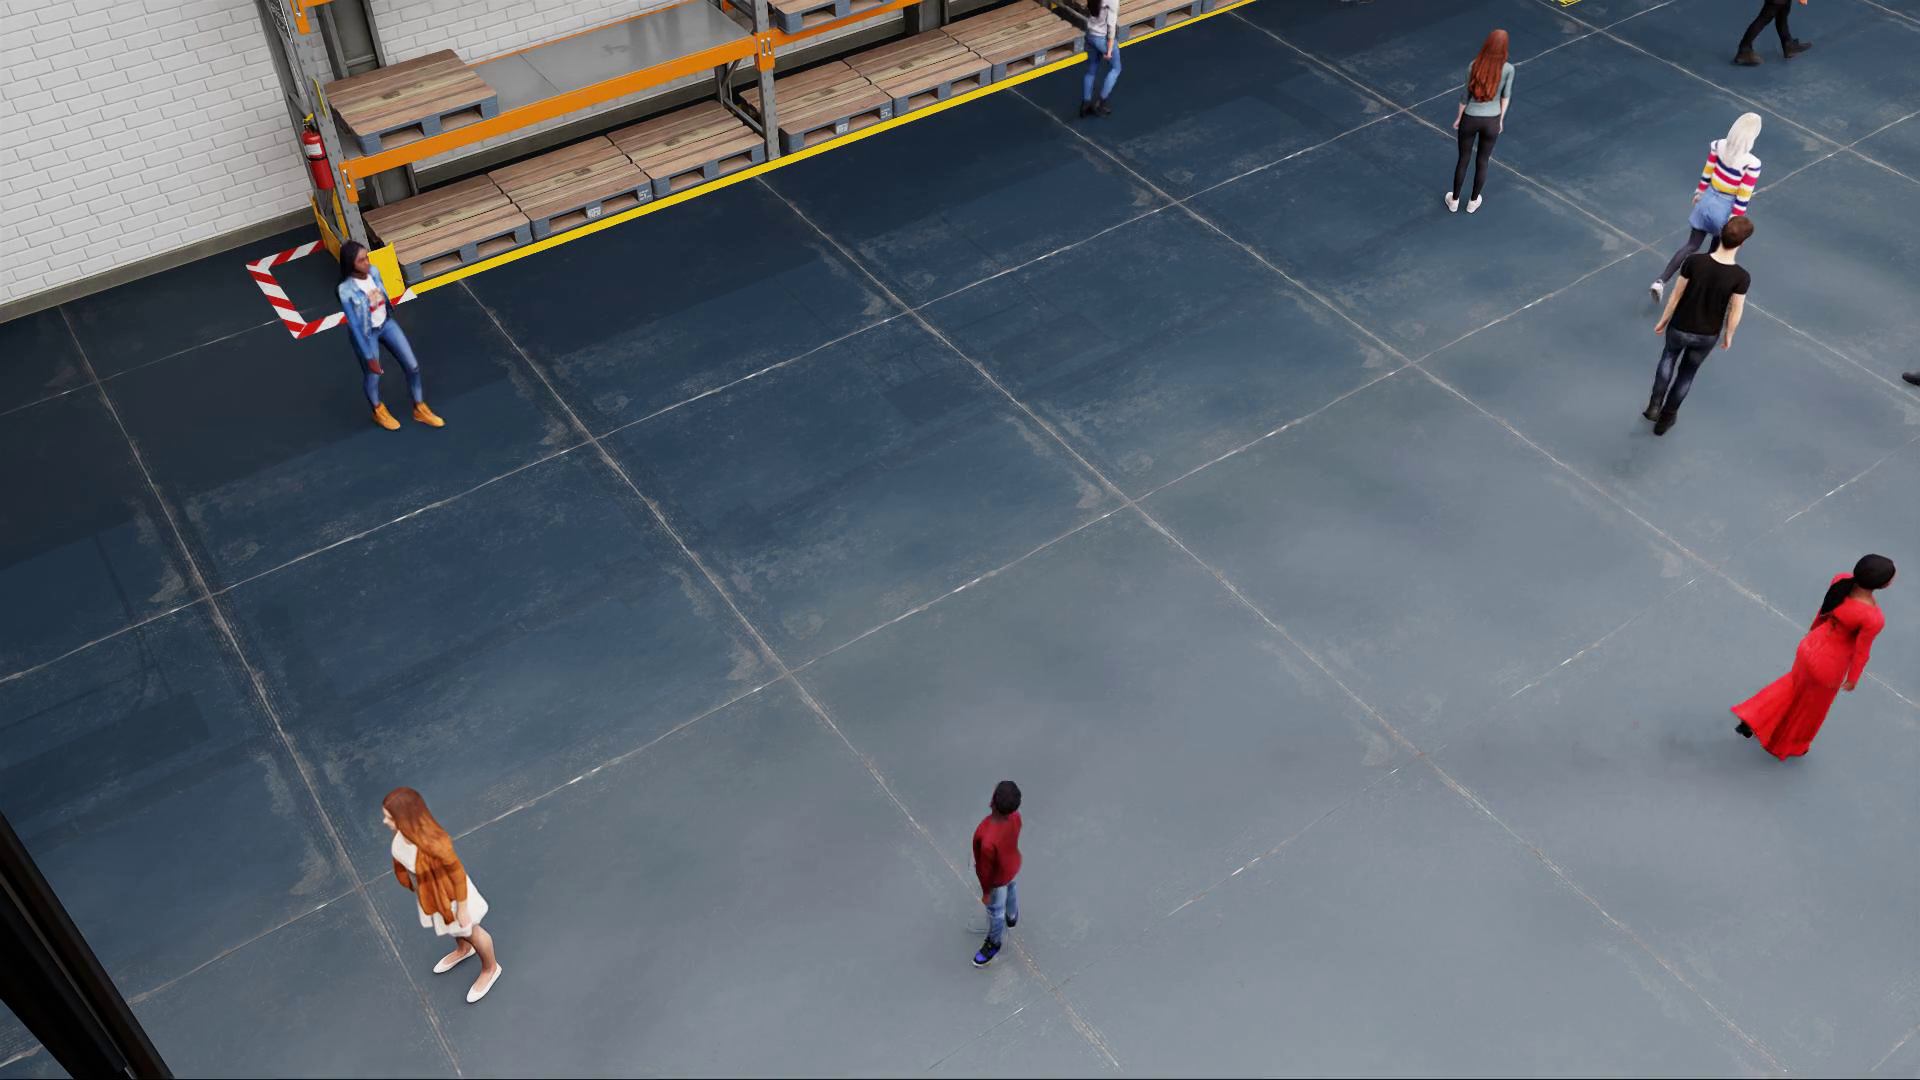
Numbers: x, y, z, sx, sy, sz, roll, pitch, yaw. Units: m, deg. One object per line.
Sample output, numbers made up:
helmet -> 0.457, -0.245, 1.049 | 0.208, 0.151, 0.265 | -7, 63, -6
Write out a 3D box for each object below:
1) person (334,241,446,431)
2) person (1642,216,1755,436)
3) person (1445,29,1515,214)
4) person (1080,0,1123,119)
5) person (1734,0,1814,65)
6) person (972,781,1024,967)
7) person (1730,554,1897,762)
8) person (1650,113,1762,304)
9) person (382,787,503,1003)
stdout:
person -> -4.524, -1.544, 12.635 | 0.882, 1.693, 0.878 | 22, 48, 21
person -> 5.493, -1.545, 12.498 | 0.798, 1.884, 0.798 | 25, 49, 24
person -> 4.655, -3.739, 14.903 | 0.671, 1.742, 0.716 | 11, 45, 11
person -> 1.300, -4.830, 16.138 | 0.583, 1.619, 0.615 | -28, 50, -27
person -> 8.294, -5.650, 16.909 | 1.117, 1.742, 1.023 | 3, 44, 4
person -> 0.225, 1.887, 9.364 | 0.778, 1.238, 0.590 | 13, 45, 13
person -> 5.216, 0.737, 10.180 | 0.902, 1.776, 0.811 | -6, 44, -6
person -> 6.215, -2.718, 13.799 | 1.035, 1.787, 0.692 | -22, 48, -21
person -> -2.807, 1.880, 9.021 | 0.687, 1.720, 0.650 | 30, 51, 28
